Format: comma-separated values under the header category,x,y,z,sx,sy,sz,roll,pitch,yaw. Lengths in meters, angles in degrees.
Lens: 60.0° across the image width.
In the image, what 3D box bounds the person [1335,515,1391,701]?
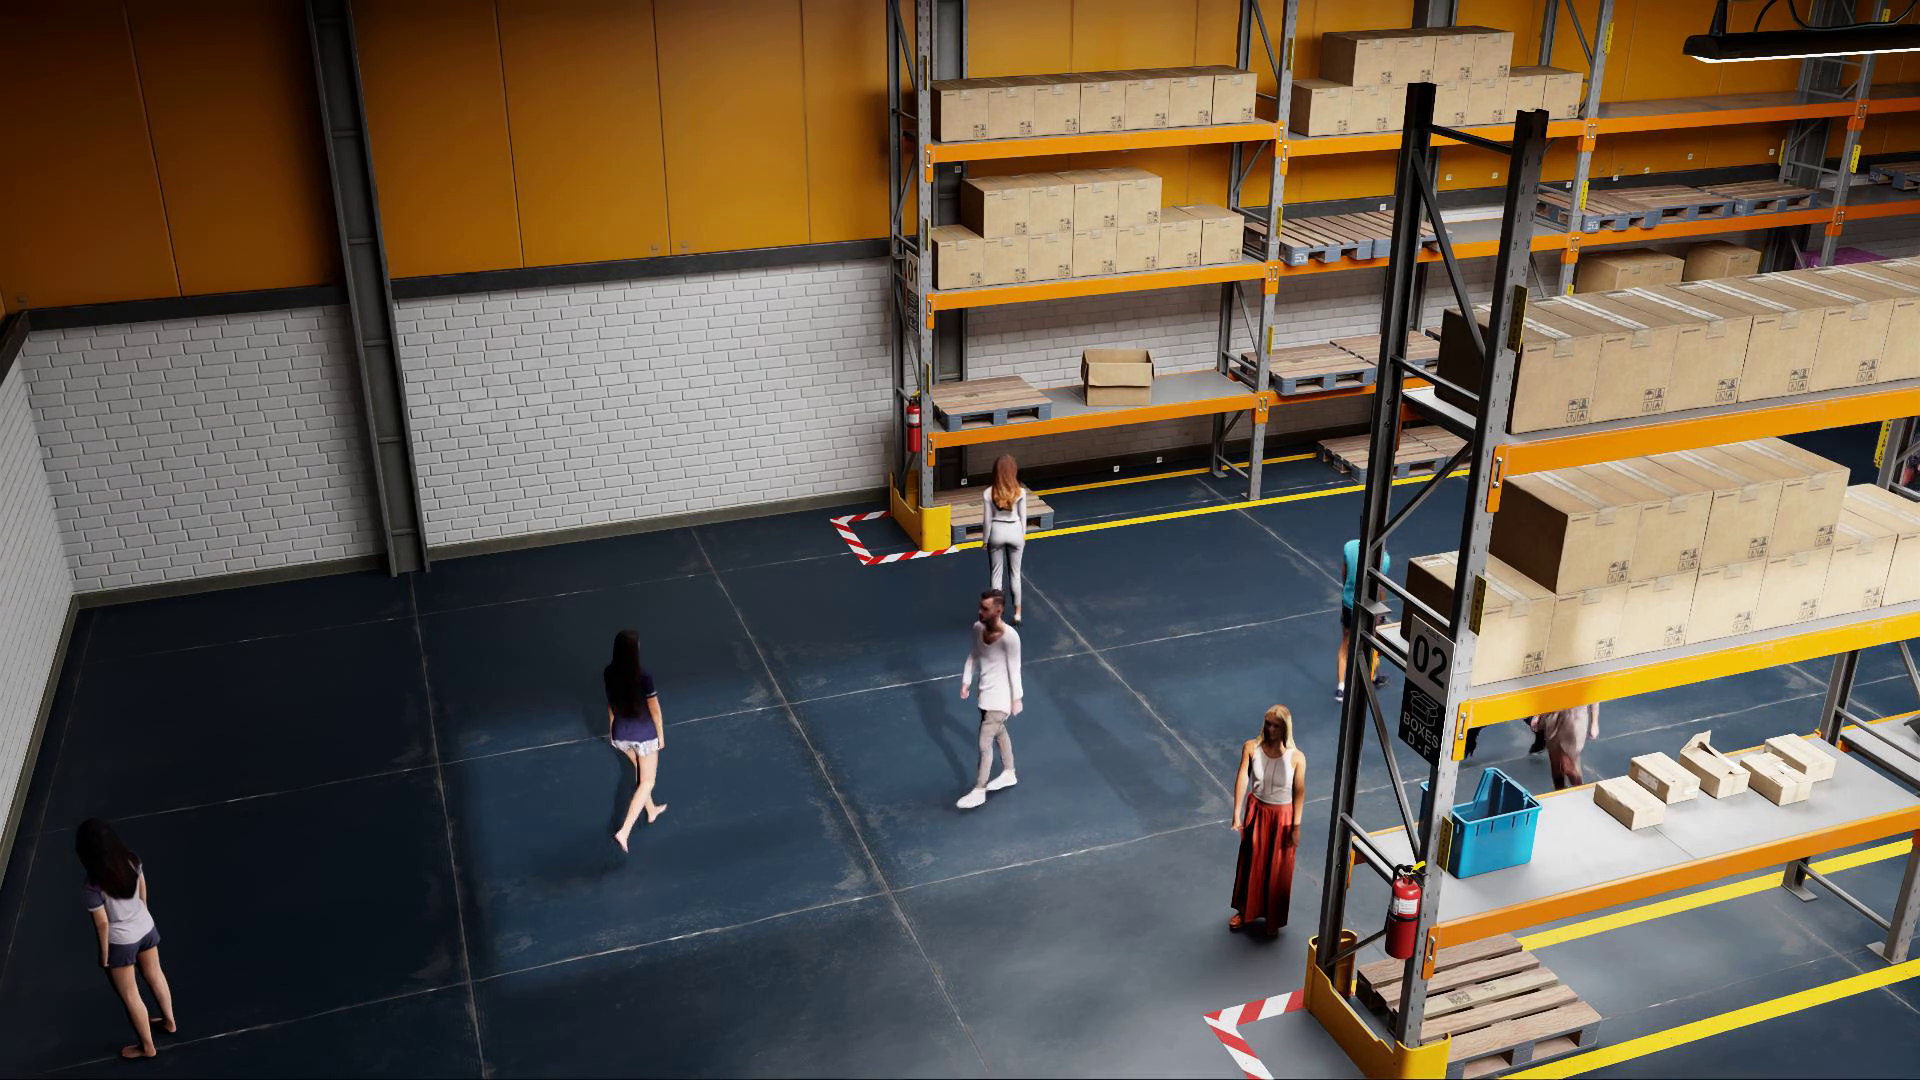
category,x,y,z,sx,sy,sz,roll,pitch,yaw
person,3.472,0.609,14.607,0.850,1.754,0.968,20,30,37

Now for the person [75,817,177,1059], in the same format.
category,x,y,z,sx,sy,sz,roll,pitch,yaw
person,-5.221,2.472,10.402,0.705,1.707,0.677,6,24,14

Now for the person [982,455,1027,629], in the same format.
category,x,y,z,sx,sy,sz,roll,pitch,yaw
person,0.430,0.030,15.916,0.537,1.766,0.684,-3,24,-6

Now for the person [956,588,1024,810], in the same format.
category,x,y,z,sx,sy,sz,roll,pitch,yaw
person,0.338,1.199,13.180,0.982,1.815,0.821,-15,28,-31

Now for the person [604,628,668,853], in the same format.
category,x,y,z,sx,sy,sz,roll,pitch,yaw
person,-2.482,1.521,12.538,1.039,1.740,1.035,7,25,16

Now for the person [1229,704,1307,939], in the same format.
category,x,y,z,sx,sy,sz,roll,pitch,yaw
person,2.147,1.934,11.517,0.727,1.801,0.785,11,26,23
